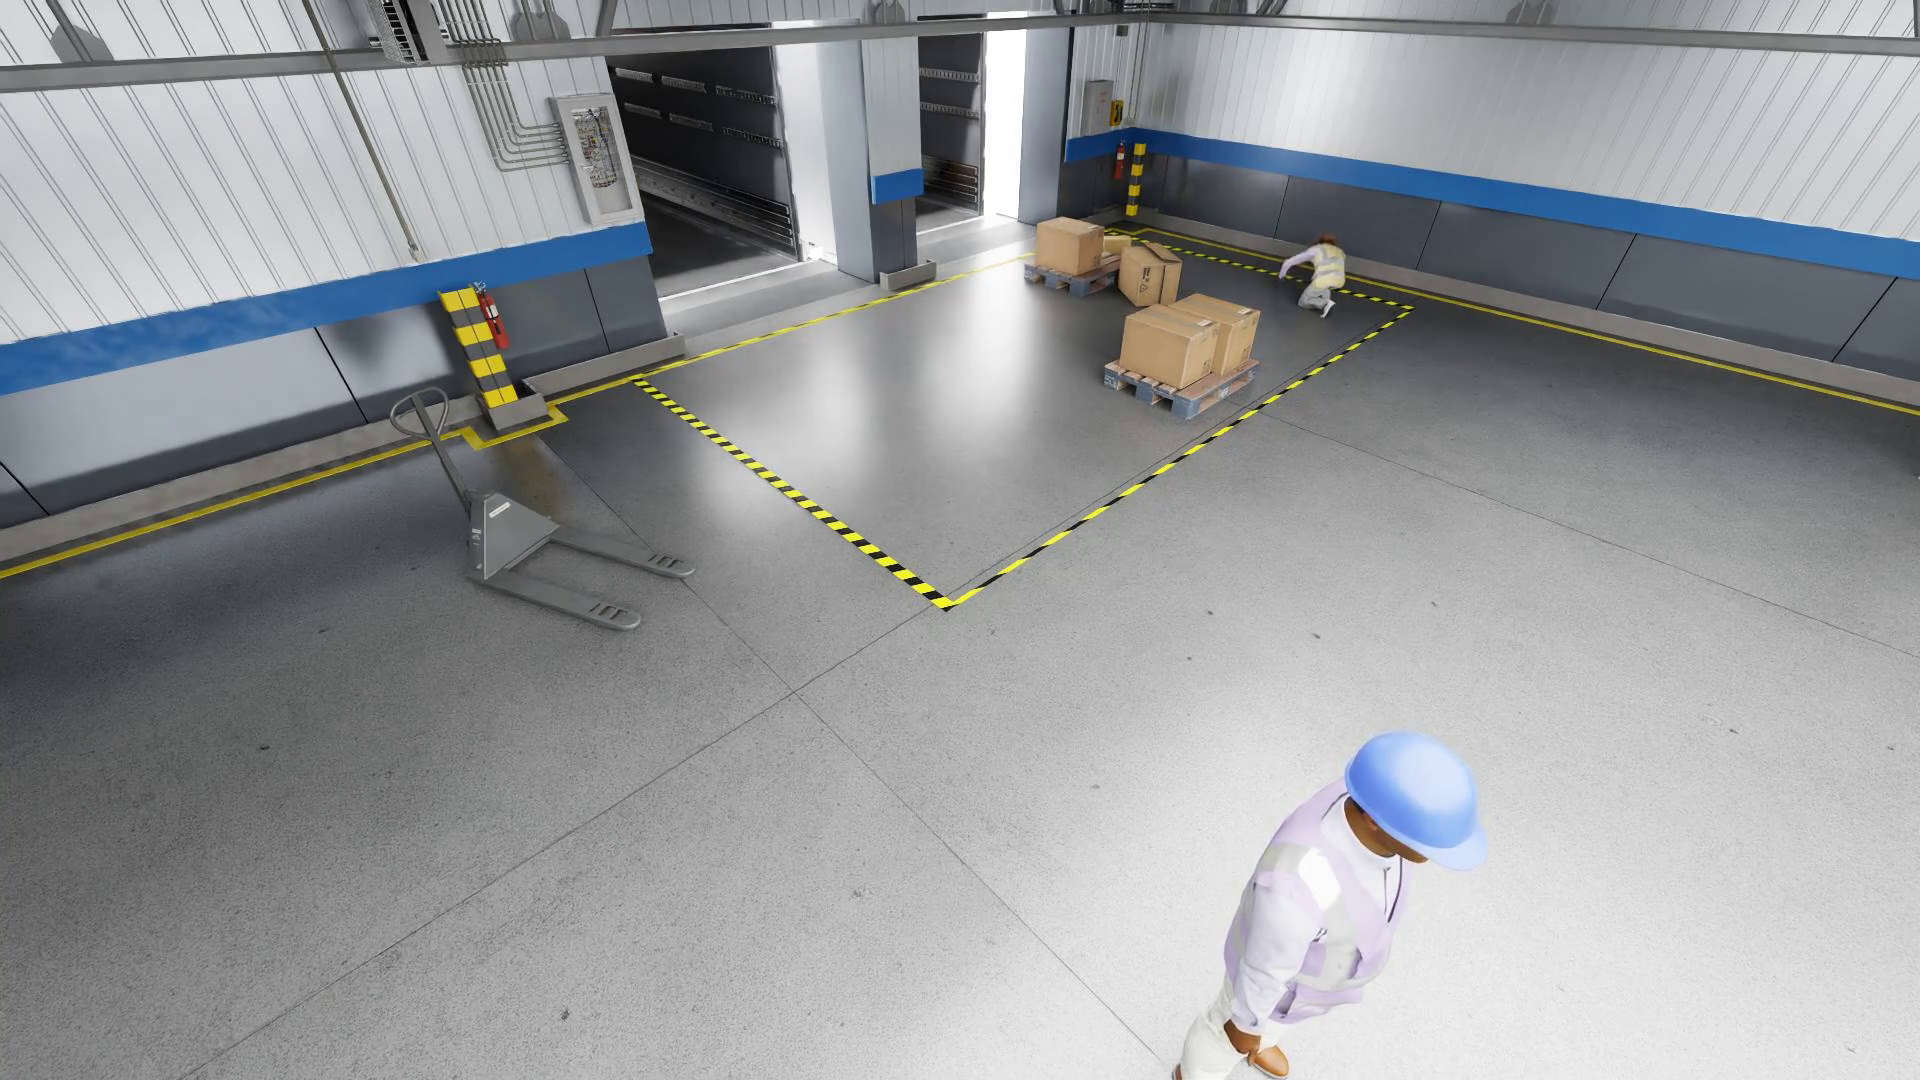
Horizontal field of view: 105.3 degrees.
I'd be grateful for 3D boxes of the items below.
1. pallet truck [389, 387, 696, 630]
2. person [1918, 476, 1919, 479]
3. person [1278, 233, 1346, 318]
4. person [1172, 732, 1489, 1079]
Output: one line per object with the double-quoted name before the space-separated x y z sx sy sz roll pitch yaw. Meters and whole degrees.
"pallet truck" -2.613 -0.247 4.593 1.601 1.201 0.680 14 40 17
"person" 7.874 -1.104 5.288 0.492 1.742 0.308 -1 38 -1
"person" 4.284 -3.140 8.744 0.672 0.801 0.914 -2 38 -3
"person" 0.976 1.205 2.135 0.611 1.947 0.386 -28 46 -31
